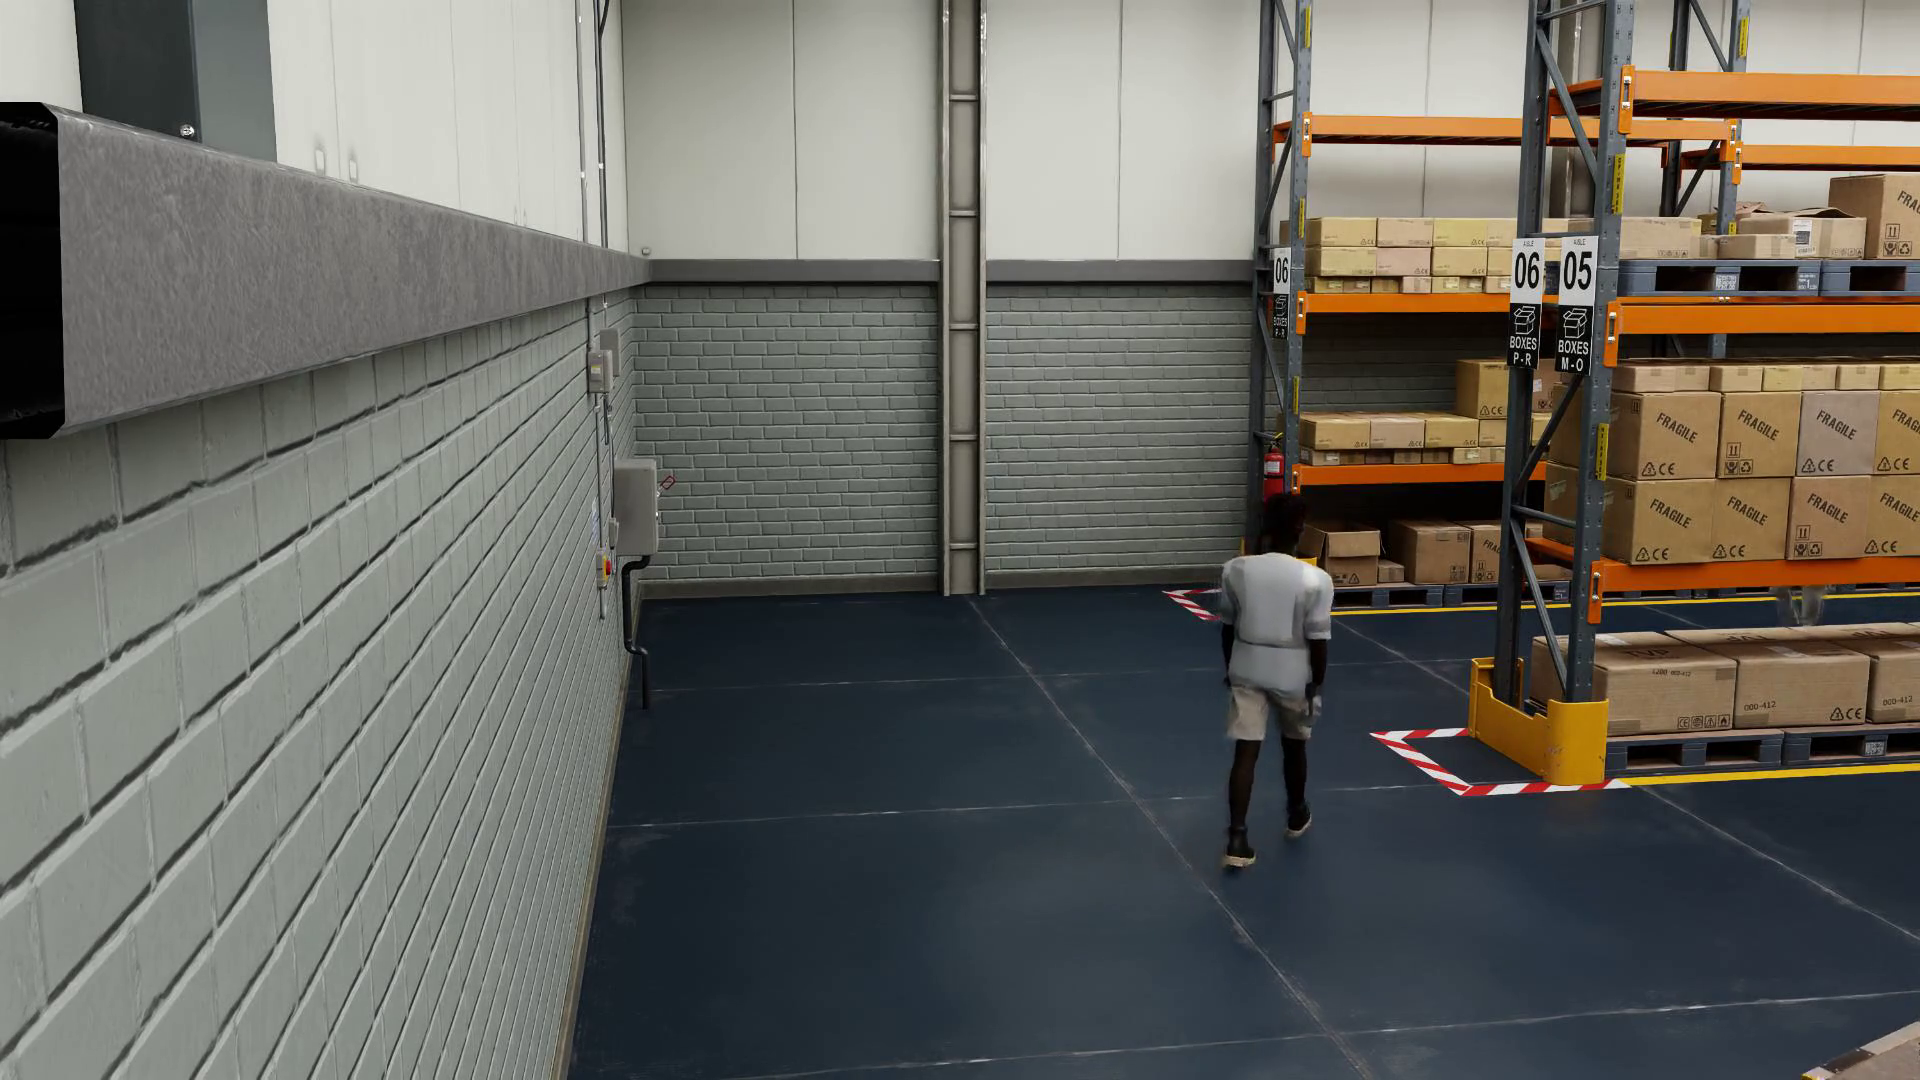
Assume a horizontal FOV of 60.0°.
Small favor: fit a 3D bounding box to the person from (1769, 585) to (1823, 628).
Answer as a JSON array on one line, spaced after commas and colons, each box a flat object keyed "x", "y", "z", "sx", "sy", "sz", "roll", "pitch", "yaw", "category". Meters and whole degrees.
[{"x": 6.699, "y": -0.028, "z": 13.194, "sx": 0.446, "sy": 1.866, "sz": 0.594, "roll": -5, "pitch": 10, "yaw": -28, "category": "person"}]

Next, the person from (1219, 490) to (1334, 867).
[{"x": 1.621, "y": 0.693, "z": 8.611, "sx": 0.604, "sy": 1.921, "sz": 1.004, "roll": 4, "pitch": 10, "yaw": 21, "category": "person"}]
